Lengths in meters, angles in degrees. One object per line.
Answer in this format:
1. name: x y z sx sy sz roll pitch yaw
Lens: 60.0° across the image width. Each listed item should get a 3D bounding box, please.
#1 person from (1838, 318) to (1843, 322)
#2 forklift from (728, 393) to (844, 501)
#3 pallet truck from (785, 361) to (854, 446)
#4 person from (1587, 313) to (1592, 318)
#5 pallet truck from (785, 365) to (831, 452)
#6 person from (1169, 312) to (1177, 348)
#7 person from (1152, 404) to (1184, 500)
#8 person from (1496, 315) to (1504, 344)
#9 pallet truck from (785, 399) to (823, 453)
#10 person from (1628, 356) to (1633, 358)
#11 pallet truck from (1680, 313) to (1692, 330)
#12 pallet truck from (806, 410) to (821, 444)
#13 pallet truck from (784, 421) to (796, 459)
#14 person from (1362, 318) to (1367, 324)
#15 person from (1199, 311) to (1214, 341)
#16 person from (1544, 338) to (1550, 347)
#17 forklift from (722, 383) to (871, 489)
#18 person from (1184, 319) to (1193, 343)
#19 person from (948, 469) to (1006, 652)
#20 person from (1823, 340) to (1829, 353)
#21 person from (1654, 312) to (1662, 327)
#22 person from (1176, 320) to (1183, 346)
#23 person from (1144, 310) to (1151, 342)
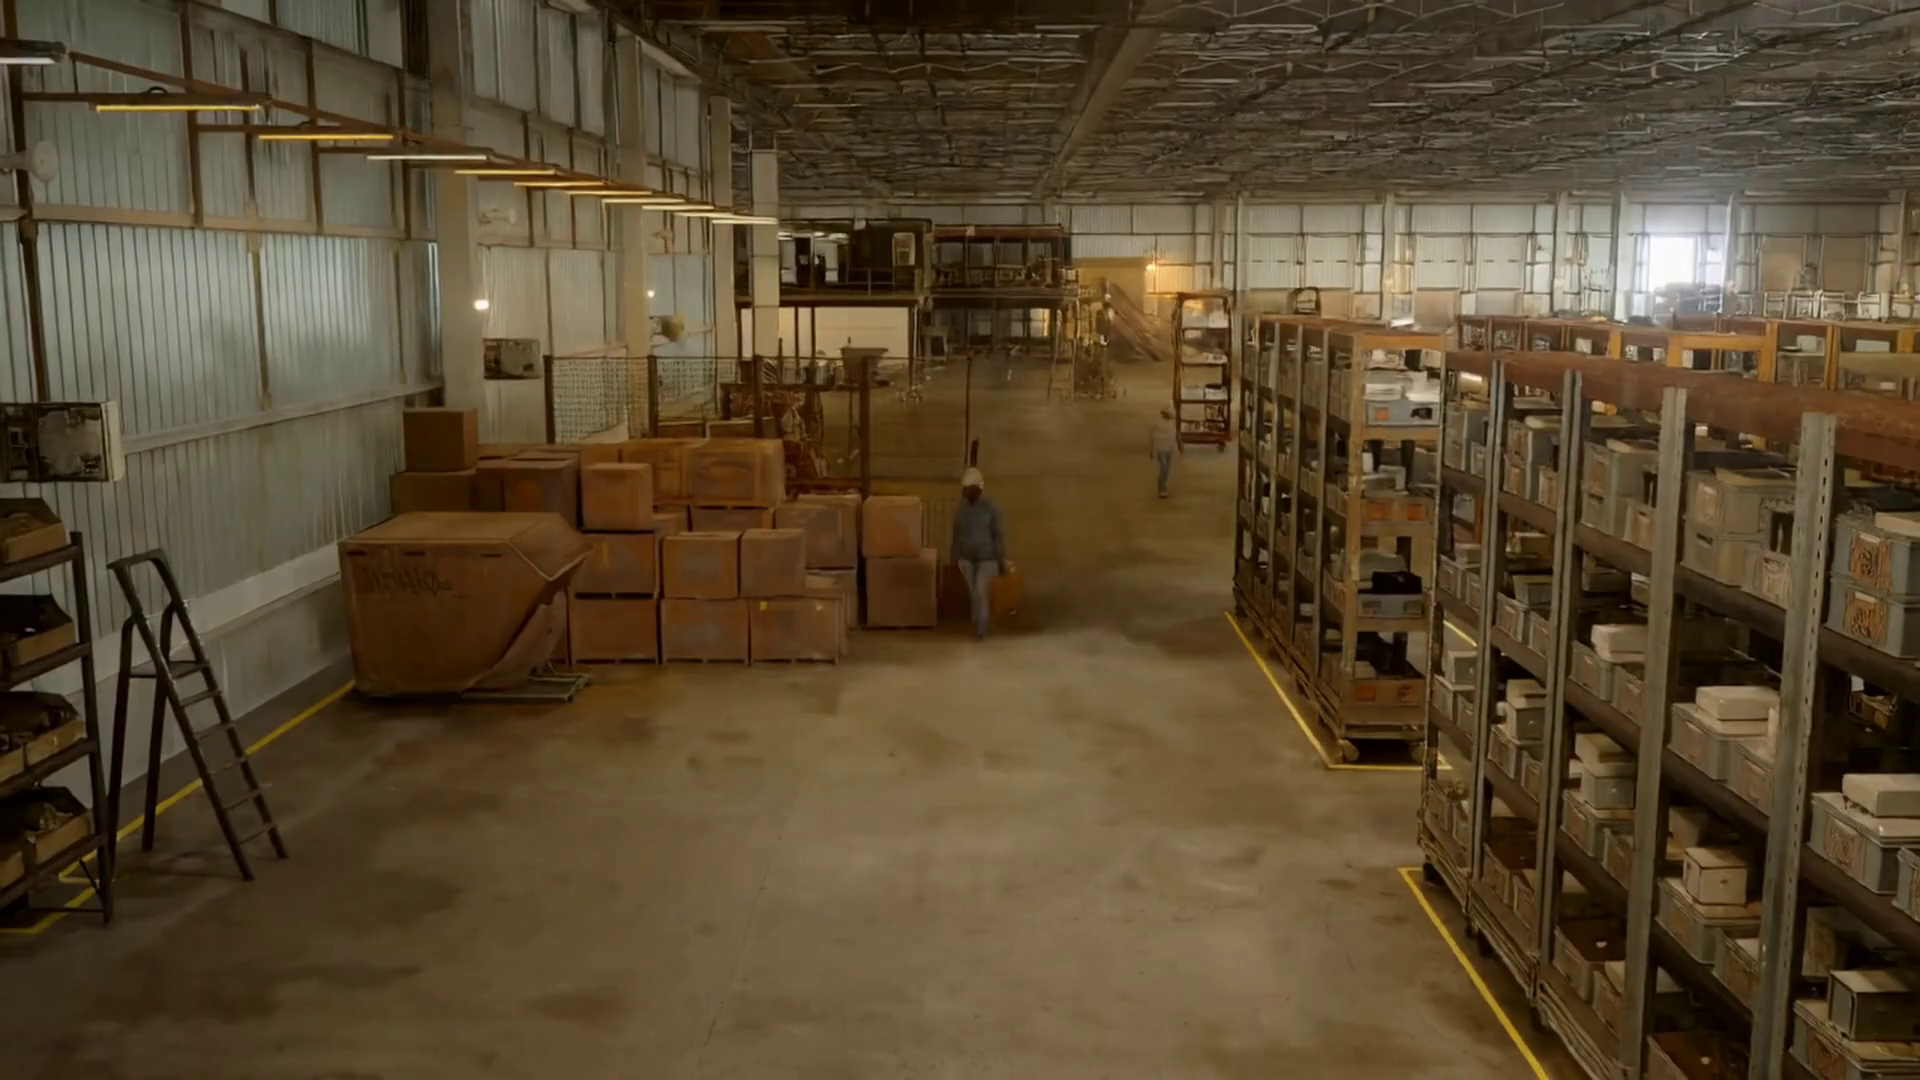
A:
1. person: 41.324 -9.478 78.128 0.514 1.876 0.328 4 10 24
2. forklift: -2.979 -1.316 26.476 2.680 1.987 1.157 0 9 1
3. pallet truck: -3.410 -3.193 38.978 1.885 1.965 0.823 0 9 -1
4. person: 32.294 -10.697 85.488 0.381 1.923 0.591 -9 13 -44
5. pallet truck: -3.774 -2.976 37.635 1.885 1.965 0.823 1 9 5
6. person: 11.358 -11.142 88.244 0.392 1.922 0.593 -4 10 -25
7. person: 3.755 -1.571 29.816 0.527 1.726 0.852 -6 11 -33
8. person: 27.494 -10.585 85.042 0.601 1.834 0.957 6 11 31
9. pallet truck: -3.814 -2.432 36.419 1.630 1.274 0.653 0 9 1
10. person: 17.450 -3.802 43.034 0.593 1.897 0.562 -5 10 -28
11. pallet truck: 36.315 -10.531 84.244 0.823 1.965 1.885 -6 11 -33
12. pallet truck: -3.559 -2.018 33.905 1.522 1.261 0.704 0 9 -1
13. pallet truck: -4.013 -1.793 32.705 1.601 1.201 0.680 0 9 1
14. person: 19.232 -9.682 79.408 0.582 1.871 0.622 7 11 35
15. person: 14.394 -12.503 96.994 0.849 1.814 0.627 -1 9 -3
16. person: 19.929 -5.930 56.398 0.403 1.823 0.586 9 13 42
17. forklift: -2.893 -1.687 28.729 2.680 1.987 1.157 0 9 -1
18. person: 12.964 -12.121 94.395 0.610 1.898 1.020 -1 9 -6
19. person: 0.131 0.218 18.021 0.650 1.962 0.785 7 11 36
20. person: 30.967 -6.423 59.269 0.487 1.878 0.713 9 13 43
21. person: 38.083 -11.492 90.587 1.005 1.871 0.593 4 10 24
22. person: 10.577 -9.816 80.367 0.522 1.834 0.364 -6 11 -31
23. person: 10.767 -12.285 95.565 0.503 1.844 0.508 -7 11 -35
